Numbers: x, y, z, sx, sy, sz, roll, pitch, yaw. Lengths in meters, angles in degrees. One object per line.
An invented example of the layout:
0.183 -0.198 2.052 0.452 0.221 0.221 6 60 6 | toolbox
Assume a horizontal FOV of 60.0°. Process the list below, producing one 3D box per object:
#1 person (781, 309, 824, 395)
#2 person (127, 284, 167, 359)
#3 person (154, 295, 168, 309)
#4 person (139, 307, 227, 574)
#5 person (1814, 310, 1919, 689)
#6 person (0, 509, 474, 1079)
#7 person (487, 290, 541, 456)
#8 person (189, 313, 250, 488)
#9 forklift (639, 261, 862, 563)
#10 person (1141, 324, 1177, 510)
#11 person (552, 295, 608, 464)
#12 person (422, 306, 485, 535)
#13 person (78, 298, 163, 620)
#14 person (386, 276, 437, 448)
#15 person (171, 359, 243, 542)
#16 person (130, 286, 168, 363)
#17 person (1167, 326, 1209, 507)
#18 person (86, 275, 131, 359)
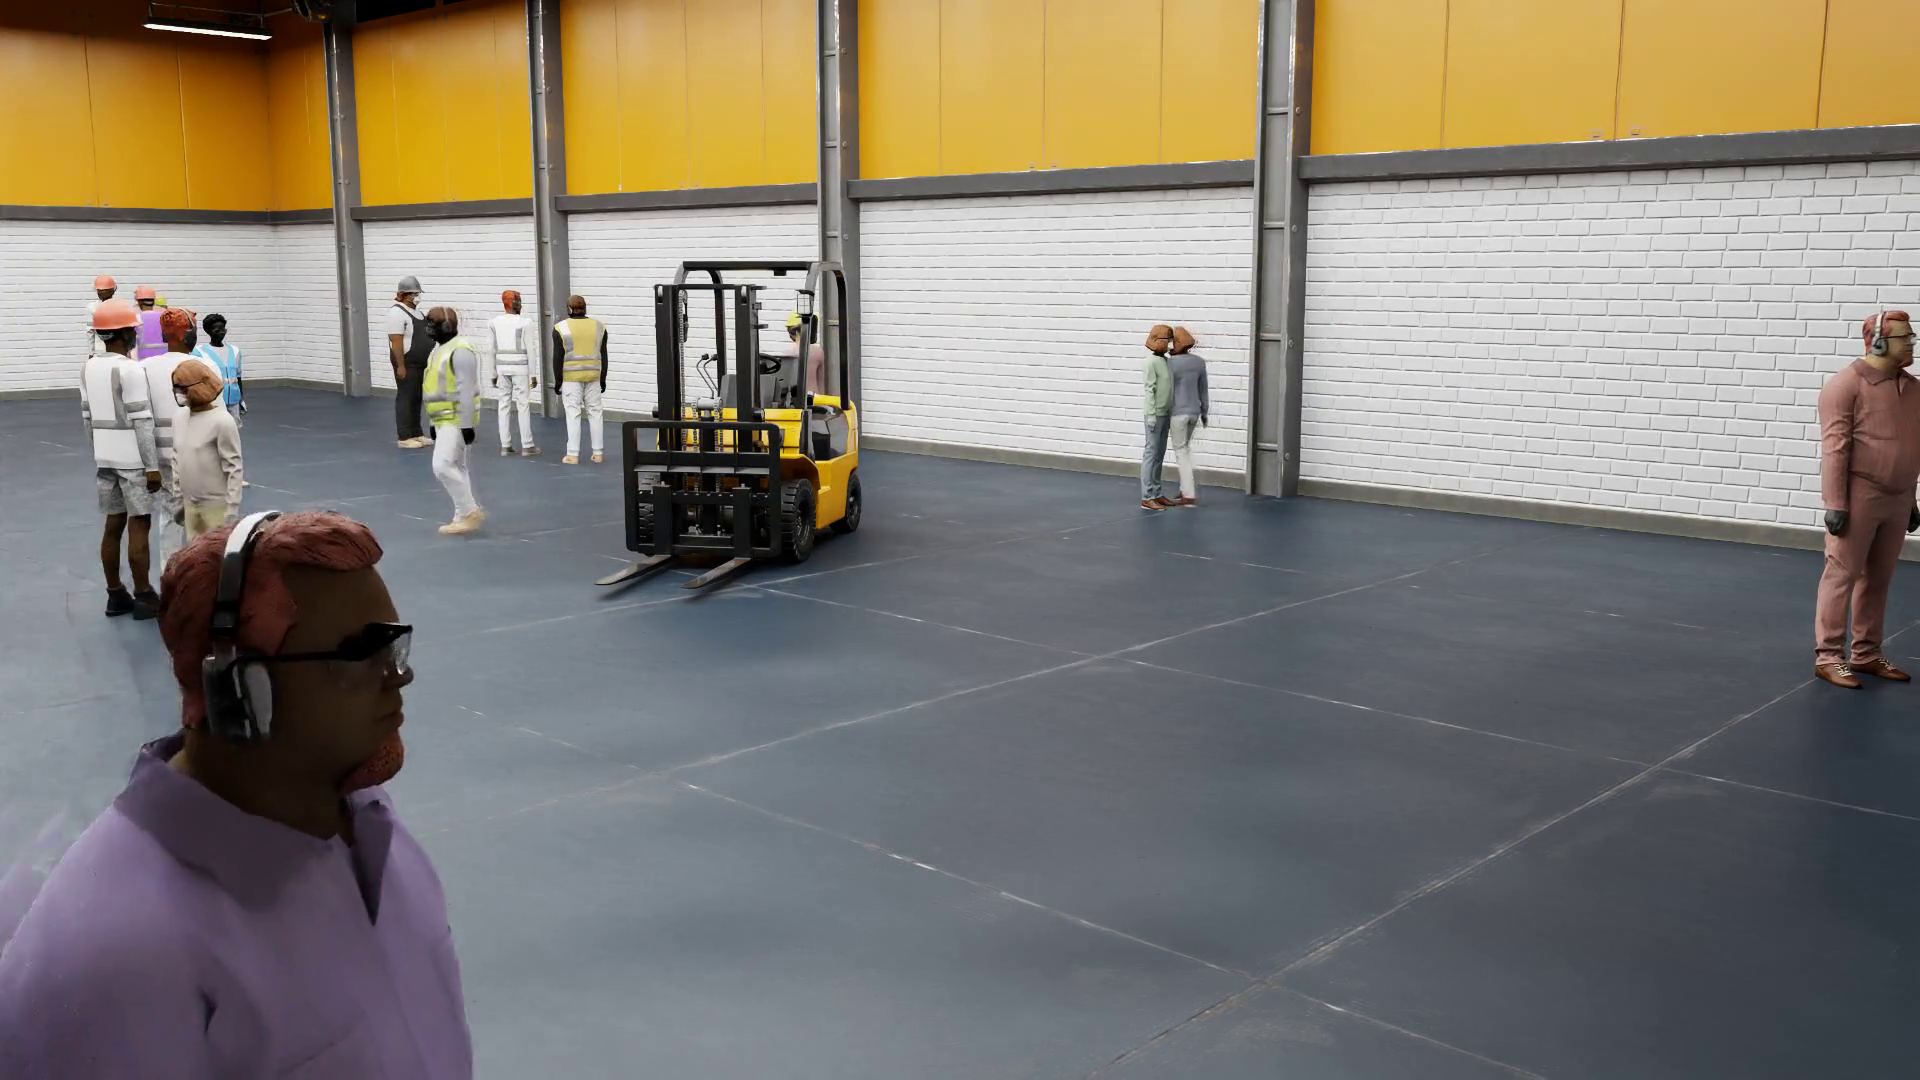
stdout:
-1.424 -1.177 14.873 0.326 1.767 0.533 7 12 37 | person
-10.835 -2.451 22.235 0.641 1.913 0.407 -5 11 -28 | person
-11.609 -2.692 24.230 0.295 1.744 0.484 7 12 38 | person
-4.793 -0.495 10.325 0.584 1.882 0.344 1 9 6 | person
4.664 -0.208 8.483 0.642 1.913 0.409 -4 10 -24 | person
-0.656 0.902 1.797 0.982 1.864 0.639 1 9 8 | person
-5.072 -1.893 18.901 0.575 1.883 0.362 2 10 14 | person
-7.098 -1.320 15.957 0.318 1.697 0.535 6 11 32 | person
-1.552 -1.040 12.721 1.214 2.155 2.313 2 9 11 | forklift
1.765 -1.087 14.722 0.286 1.633 0.499 5 10 27 | person
-4.145 -1.746 18.140 0.625 1.841 0.429 -6 11 -32 | person
-4.035 -0.932 13.180 0.445 1.826 0.652 -6 11 -34 | person
-5.053 -0.486 10.096 0.543 1.942 0.356 5 10 28 | person
-6.497 -2.121 19.820 0.536 2.000 0.688 1 9 5 | person
-4.135 -0.175 9.132 0.501 1.633 0.289 5 11 29 | person
-10.056 -2.189 20.650 0.560 1.914 0.745 -8 12 -40 | person
1.973 -1.111 14.939 0.517 1.606 0.591 -6 11 -34 | person
-11.608 -2.596 22.734 0.615 2.036 0.388 -1 9 -8 | person
